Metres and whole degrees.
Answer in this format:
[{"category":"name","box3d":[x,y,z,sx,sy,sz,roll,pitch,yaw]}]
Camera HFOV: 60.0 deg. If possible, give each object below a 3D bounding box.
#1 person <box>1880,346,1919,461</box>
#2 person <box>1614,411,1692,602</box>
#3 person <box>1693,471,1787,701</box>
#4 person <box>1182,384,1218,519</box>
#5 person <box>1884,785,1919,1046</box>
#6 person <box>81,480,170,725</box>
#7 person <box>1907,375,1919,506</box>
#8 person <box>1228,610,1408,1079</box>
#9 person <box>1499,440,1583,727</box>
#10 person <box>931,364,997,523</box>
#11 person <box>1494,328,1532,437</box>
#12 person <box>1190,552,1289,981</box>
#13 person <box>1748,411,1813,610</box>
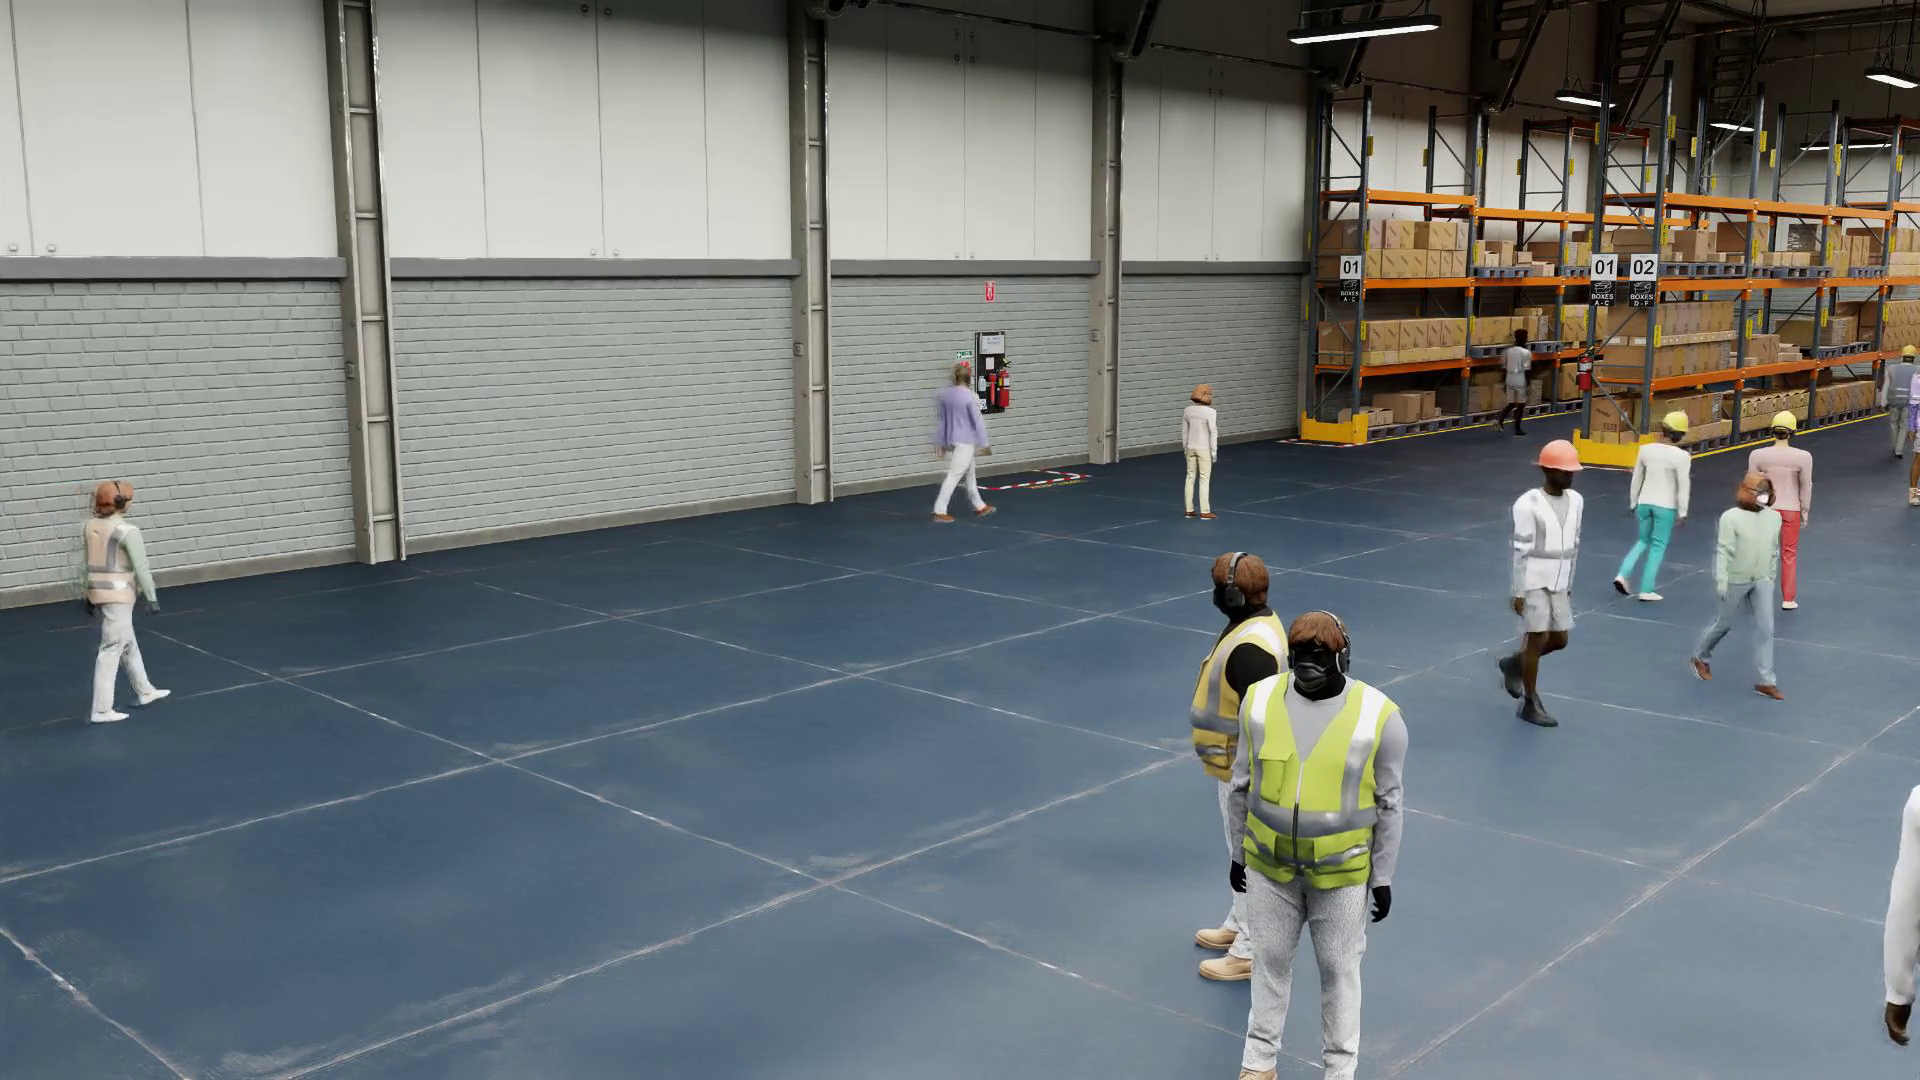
[{"category":"person","box3d":[14.975,-2.171,26.321,0.623,1.792,0.903,8,12,41]},{"category":"person","box3d":[6.327,-0.299,15.089,0.536,1.736,0.557,-5,11,-29]},{"category":"person","box3d":[5.626,0.289,11.937,0.512,1.600,0.809,-2,9,-10]},{"category":"person","box3d":[2.902,-1.067,20.094,0.289,1.633,0.501,-8,12,-42]},{"category":"person","box3d":[3.078,1.322,4.864,0.854,1.846,0.575,-8,12,-40]},{"category":"person","box3d":[-5.612,0.400,11.226,0.539,1.603,0.782,5,11,29]},{"category":"person","box3d":[12.383,-1.442,21.139,0.612,2.043,0.374,2,9,9]},{"category":"person","box3d":[1.243,1.155,5.921,0.621,1.845,0.429,4,10,26]},{"category":"person","box3d":[3.861,0.266,11.121,0.555,1.921,0.639,-4,10,-22]},{"category":"person","box3d":[0.031,-1.148,19.859,1.038,1.890,0.638,-6,11,-33]},{"category":"person","box3d":[9.891,-2.797,29.656,0.536,1.953,0.603,-5,11,-29]},{"category":"person","box3d":[1.198,0.960,7.123,0.430,1.841,0.624,2,9,9]},{"category":"person","box3d":[7.254,-0.258,14.760,0.523,1.769,0.314,5,11,29]}]
